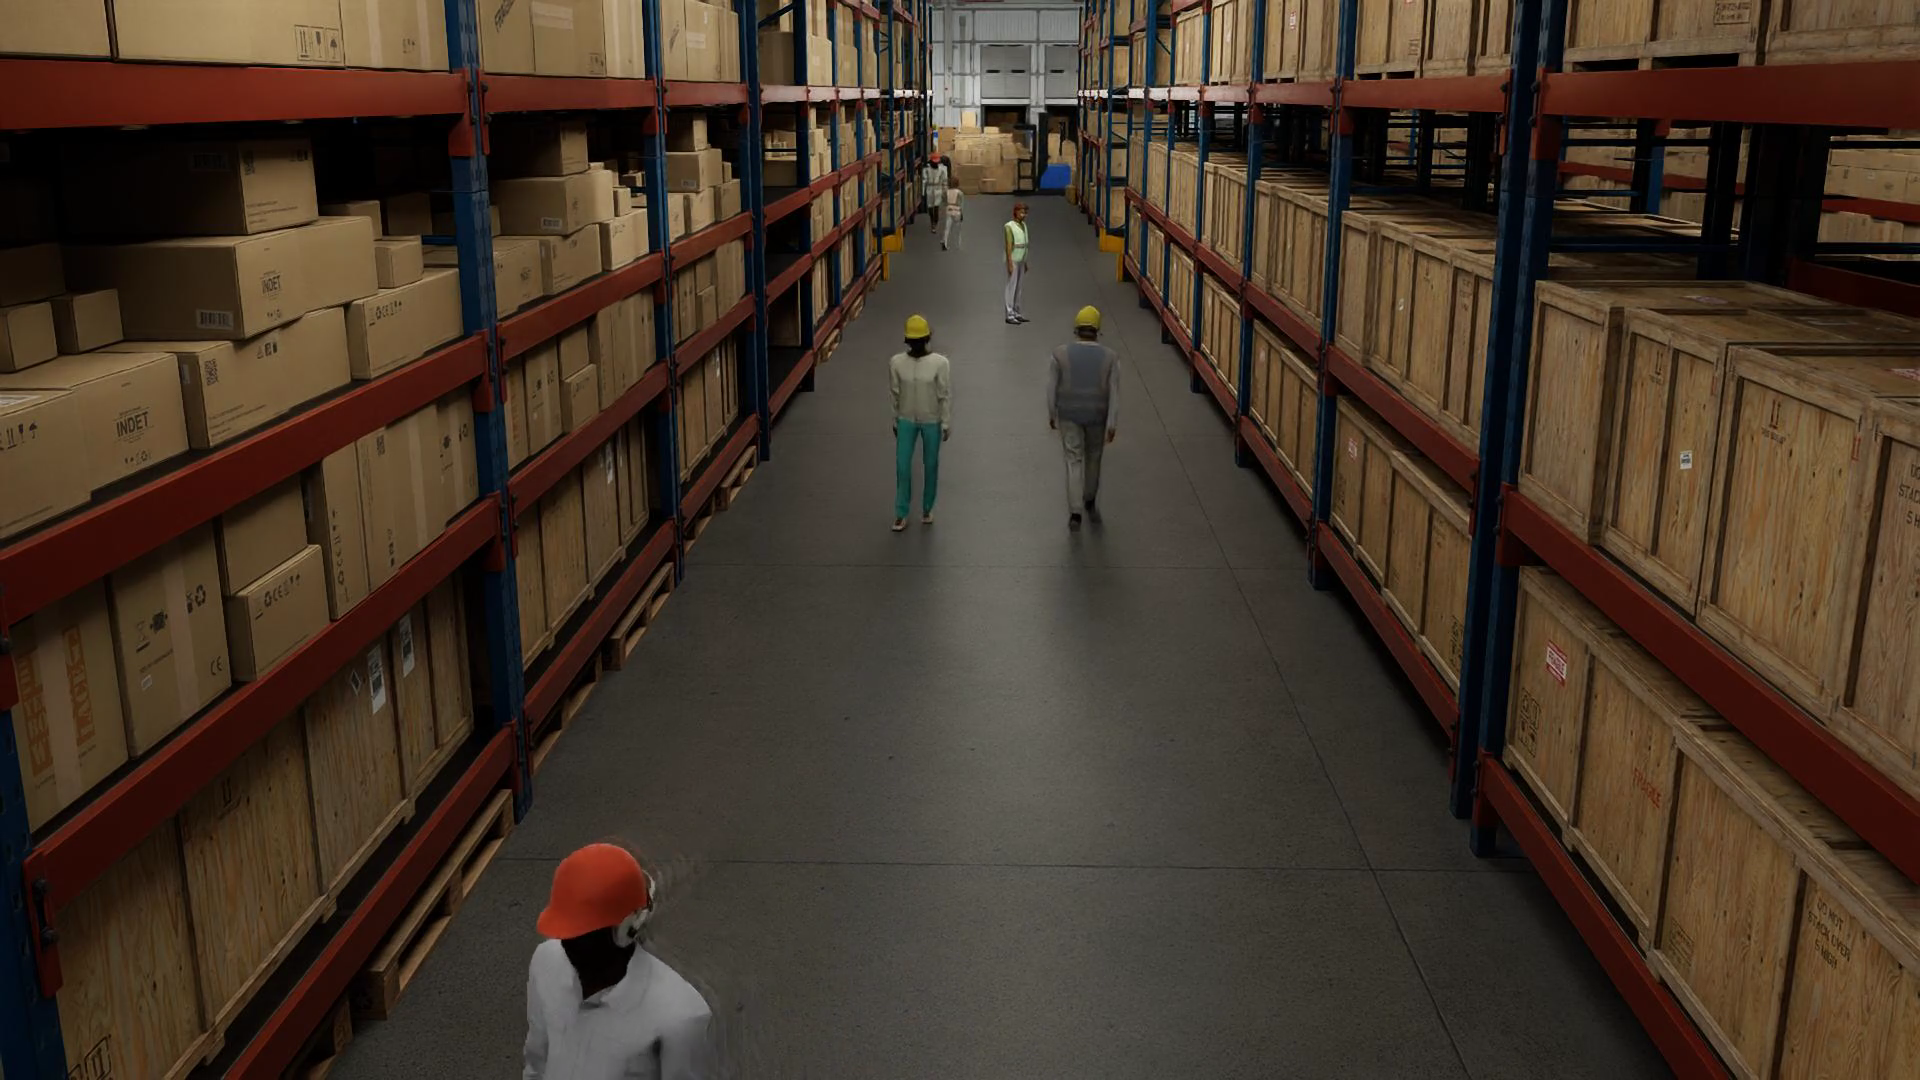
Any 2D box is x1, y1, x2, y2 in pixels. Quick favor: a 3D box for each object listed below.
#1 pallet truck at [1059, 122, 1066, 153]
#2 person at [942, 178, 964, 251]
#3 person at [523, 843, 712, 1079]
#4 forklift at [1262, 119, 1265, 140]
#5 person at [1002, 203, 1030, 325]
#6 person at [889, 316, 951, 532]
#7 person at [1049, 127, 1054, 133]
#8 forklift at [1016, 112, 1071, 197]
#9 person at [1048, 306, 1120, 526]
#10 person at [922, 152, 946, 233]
[{"bbox_3d":[5.788,-21.111,88.014,1.885,1.965,0.823,5,16,18],"label":"pallet truck"},{"bbox_3d":[-0.178,-7.347,37.538,0.517,1.608,0.758,5,16,19],"label":"person"},{"bbox_3d":[-0.848,1.541,4.254,0.564,1.728,0.787,12,19,37],"label":"person"},{"bbox_3d":[7.859,-9.607,43.536,1.873,2.768,1.129,0,15,2],"label":"forklift"},{"bbox_3d":[0.859,-4.253,25.593,0.388,1.838,0.564,8,17,27],"label":"person"},{"bbox_3d":[-0.336,-0.928,13.406,0.535,1.732,0.817,2,15,8],"label":"person"},{"bbox_3d":[4.420,-19.329,81.640,0.760,1.860,0.588,8,17,27],"label":"person"},{"bbox_3d":[2.864,-13.167,56.781,1.873,2.768,1.129,0,15,2],"label":"forklift"},{"bbox_3d":[1.017,-1.031,13.738,0.584,1.779,0.976,0,15,0],"label":"person"},{"bbox_3d":[-0.645,-8.832,42.277,0.618,2.025,0.740,2,15,6],"label":"person"}]
